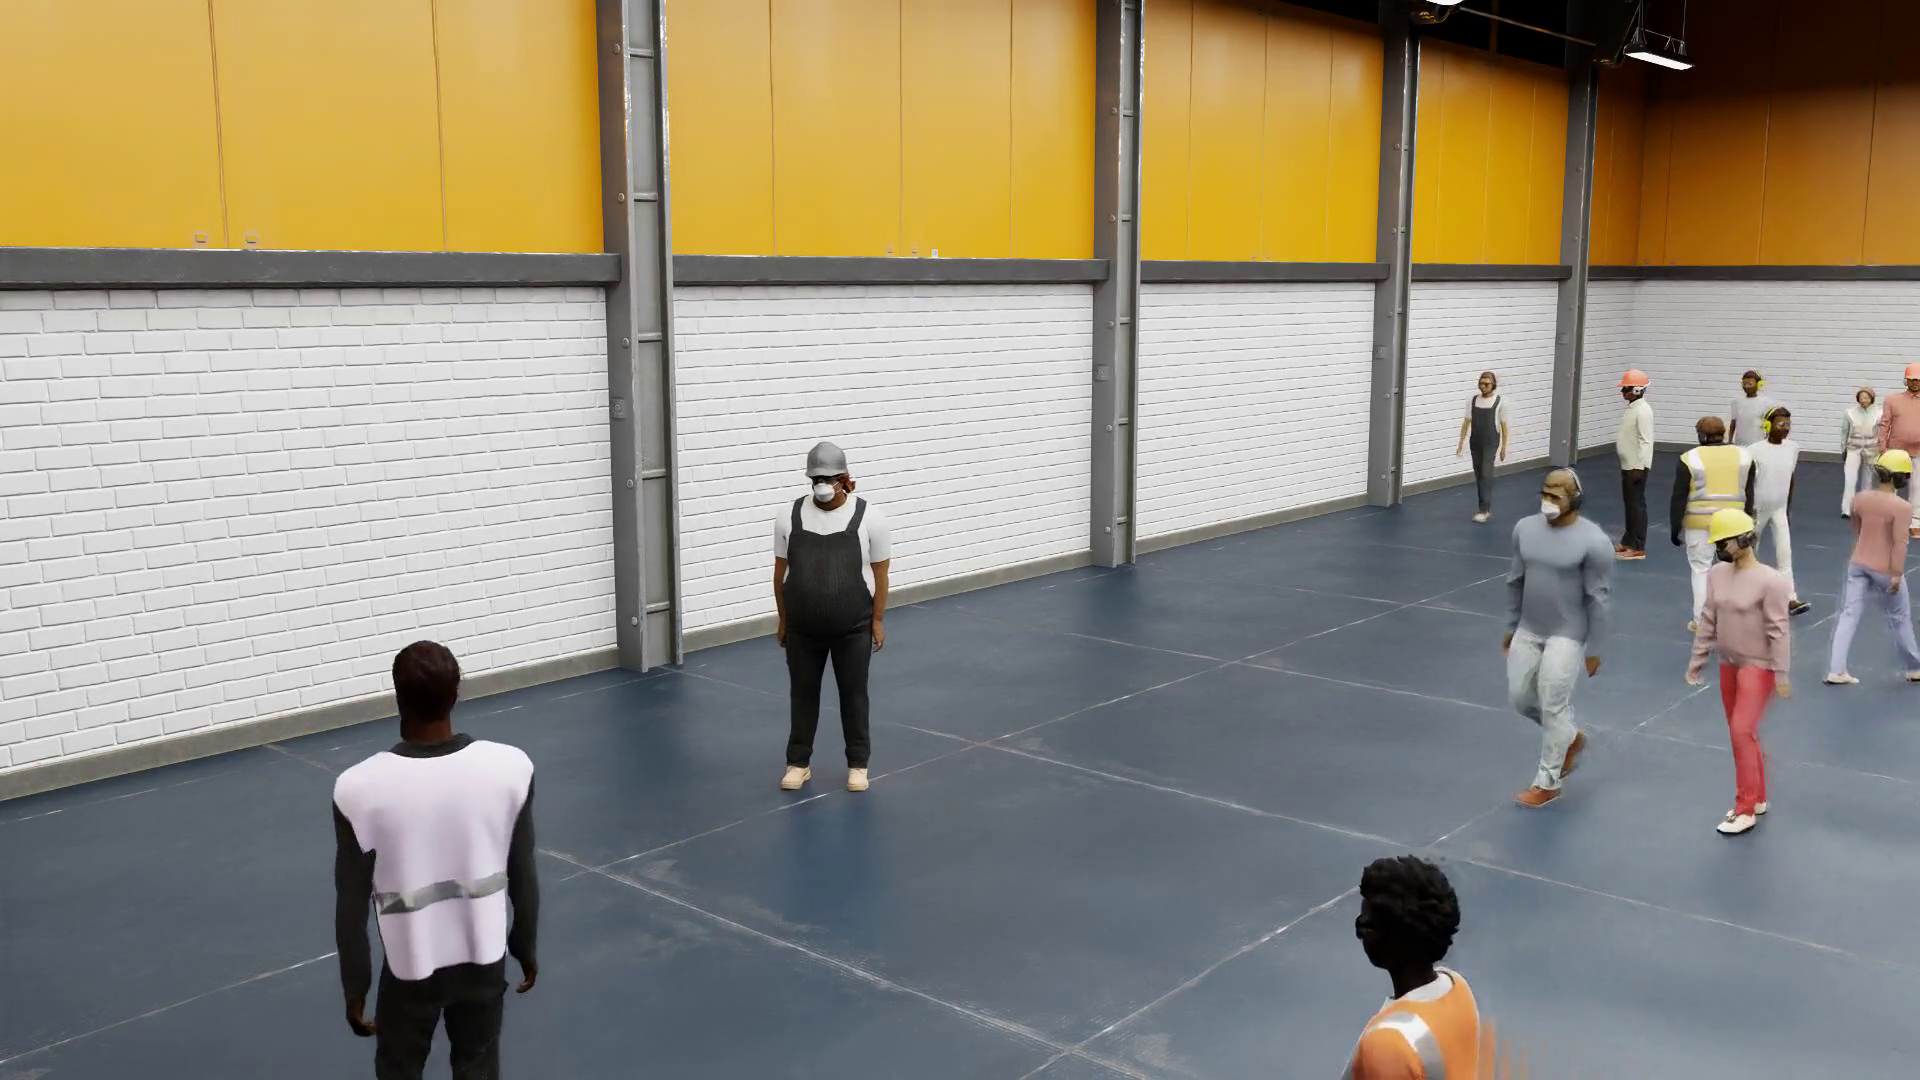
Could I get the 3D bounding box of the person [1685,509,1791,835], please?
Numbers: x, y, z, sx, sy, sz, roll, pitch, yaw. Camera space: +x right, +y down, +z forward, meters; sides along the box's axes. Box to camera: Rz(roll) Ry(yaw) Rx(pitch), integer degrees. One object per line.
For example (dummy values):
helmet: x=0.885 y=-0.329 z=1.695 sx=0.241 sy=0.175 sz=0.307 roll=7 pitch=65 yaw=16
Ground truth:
person: x=4.187 y=0.699 z=8.988 sx=0.657 sy=1.724 sz=0.547 roll=-3 pitch=9 yaw=-16

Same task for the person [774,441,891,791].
person: x=-0.752 y=0.443 z=9.575 sx=0.682 sy=2.000 sz=0.536 roll=1 pitch=9 yaw=7

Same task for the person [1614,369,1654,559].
person: x=7.061 y=-0.792 z=17.474 sx=0.394 sy=1.994 sz=0.612 roll=1 pitch=9 yaw=9

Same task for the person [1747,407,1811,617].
person: x=7.151 y=-0.253 z=14.621 sx=0.555 sy=1.819 sz=0.988 roll=-1 pitch=9 yaw=-5

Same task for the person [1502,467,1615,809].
person: x=3.380 y=0.535 z=9.367 sx=0.615 sy=1.924 sz=0.641 roll=-6 pitch=11 yaw=-32

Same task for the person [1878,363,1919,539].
person: x=10.735 y=-1.008 z=18.829 sx=0.611 sy=1.995 sz=0.375 roll=4 pitch=10 yaw=22

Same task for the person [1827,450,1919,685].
person: x=6.733 y=0.206 z=12.062 sx=0.882 sy=1.727 sz=0.528 roll=-3 pitch=10 yaw=-18

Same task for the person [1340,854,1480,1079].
person: x=0.964 y=1.535 z=3.898 sx=0.854 sy=1.649 sz=0.554 roll=7 pitch=11 yaw=36

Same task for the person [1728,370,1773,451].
person: x=9.417 y=-1.102 z=19.880 sx=0.511 sy=1.856 sz=0.378 roll=9 pitch=13 yaw=44

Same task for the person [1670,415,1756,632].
person: x=6.213 y=-0.118 z=13.775 sx=0.652 sy=1.822 sz=0.434 roll=1 pitch=9 yaw=4

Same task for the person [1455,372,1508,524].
person: x=6.252 y=-1.106 z=20.018 sx=0.519 sy=1.812 sz=0.842 roll=8 pitch=12 yaw=42

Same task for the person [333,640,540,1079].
person: x=-1.530 y=1.247 z=4.951 sx=0.601 sy=1.902 sz=0.476 roll=-5 pitch=10 yaw=-28

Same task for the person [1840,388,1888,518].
person: x=11.013 y=-1.046 z=20.289 sx=0.526 sy=1.598 sz=0.811 roll=6 pitch=11 yaw=31
